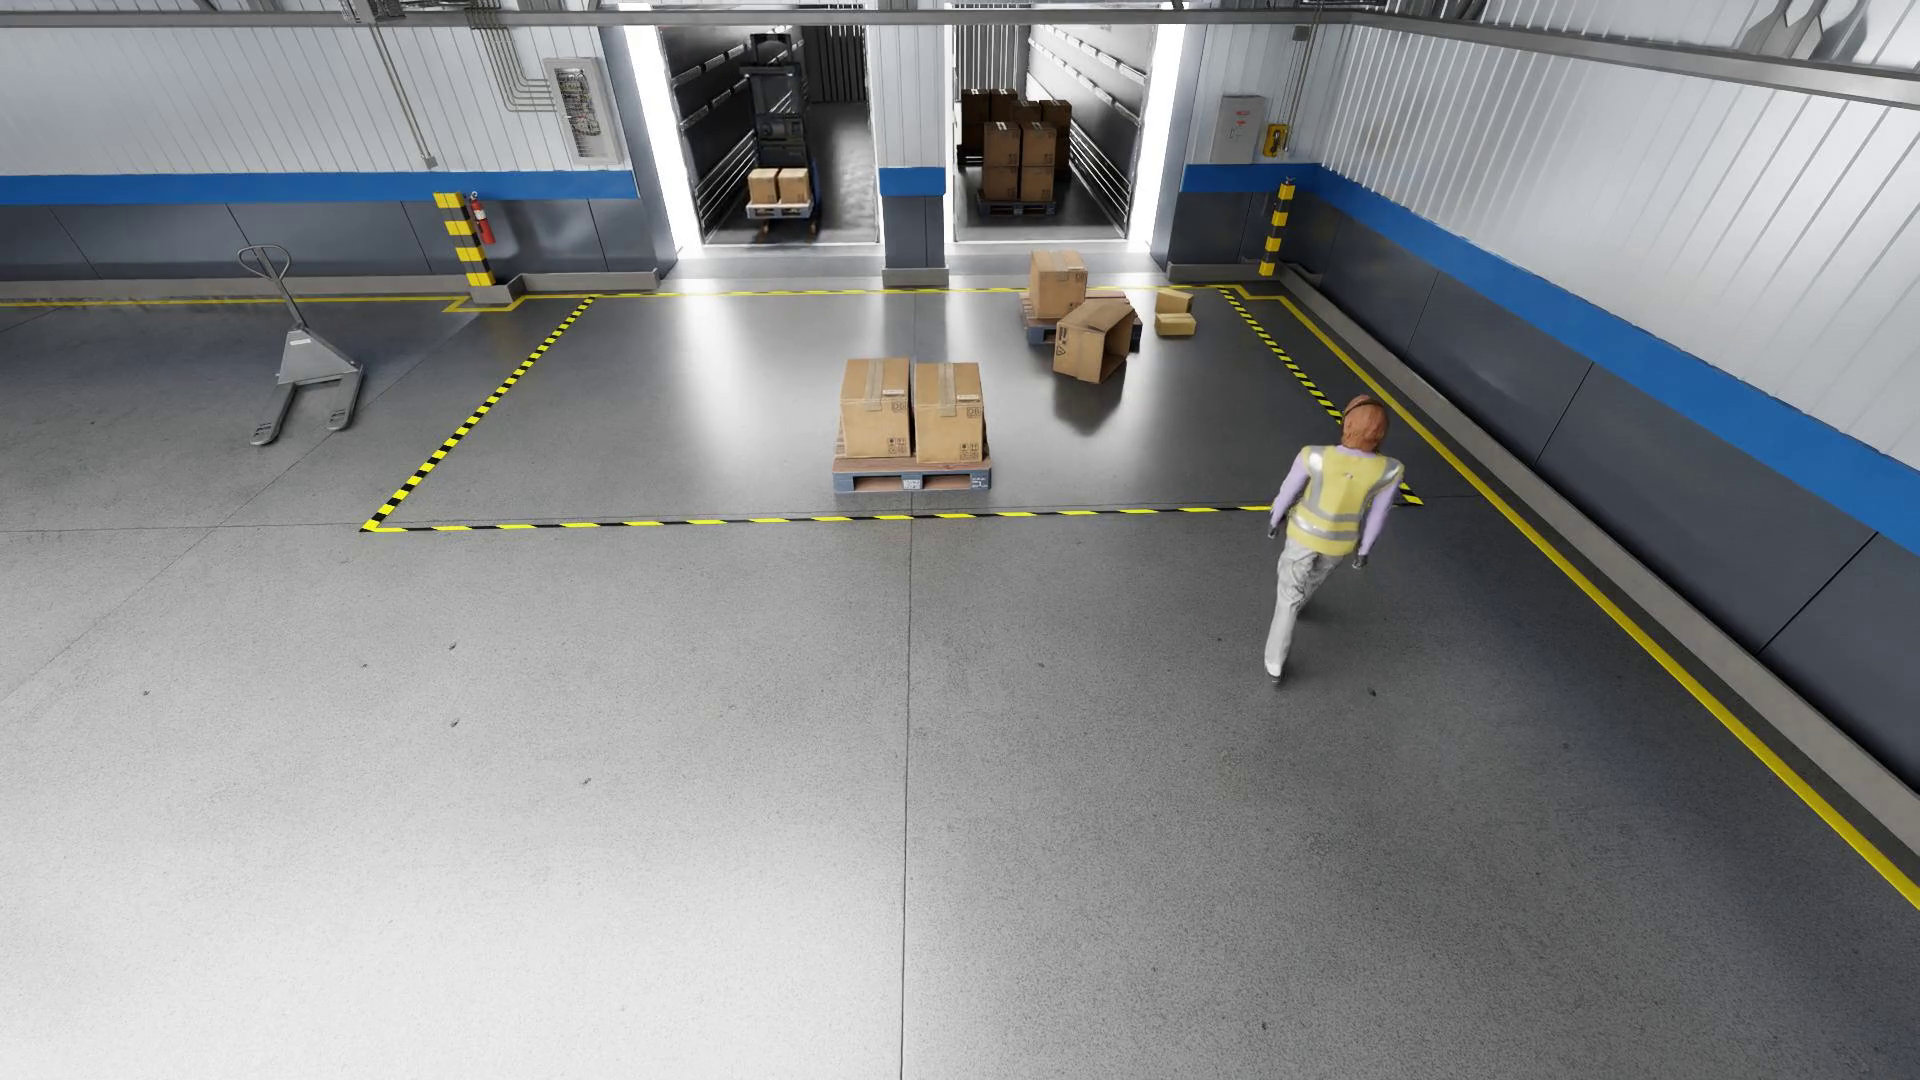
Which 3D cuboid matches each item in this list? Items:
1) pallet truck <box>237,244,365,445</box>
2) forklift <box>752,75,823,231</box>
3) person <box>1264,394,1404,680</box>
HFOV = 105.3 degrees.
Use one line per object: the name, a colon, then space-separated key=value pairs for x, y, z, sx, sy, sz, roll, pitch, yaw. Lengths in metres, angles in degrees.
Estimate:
pallet truck: x=-5.915 y=-1.733 z=6.366 sx=0.680 sy=1.201 sz=1.601 roll=-18 pitch=42 yaw=-21
forklift: x=-2.569 y=-5.905 z=10.979 sx=0.716 sy=2.013 sz=0.776 roll=-2 pitch=39 yaw=-2
person: x=1.917 y=-0.019 z=3.914 sx=0.528 sy=1.594 sz=0.849 roll=11 pitch=40 yaw=14
